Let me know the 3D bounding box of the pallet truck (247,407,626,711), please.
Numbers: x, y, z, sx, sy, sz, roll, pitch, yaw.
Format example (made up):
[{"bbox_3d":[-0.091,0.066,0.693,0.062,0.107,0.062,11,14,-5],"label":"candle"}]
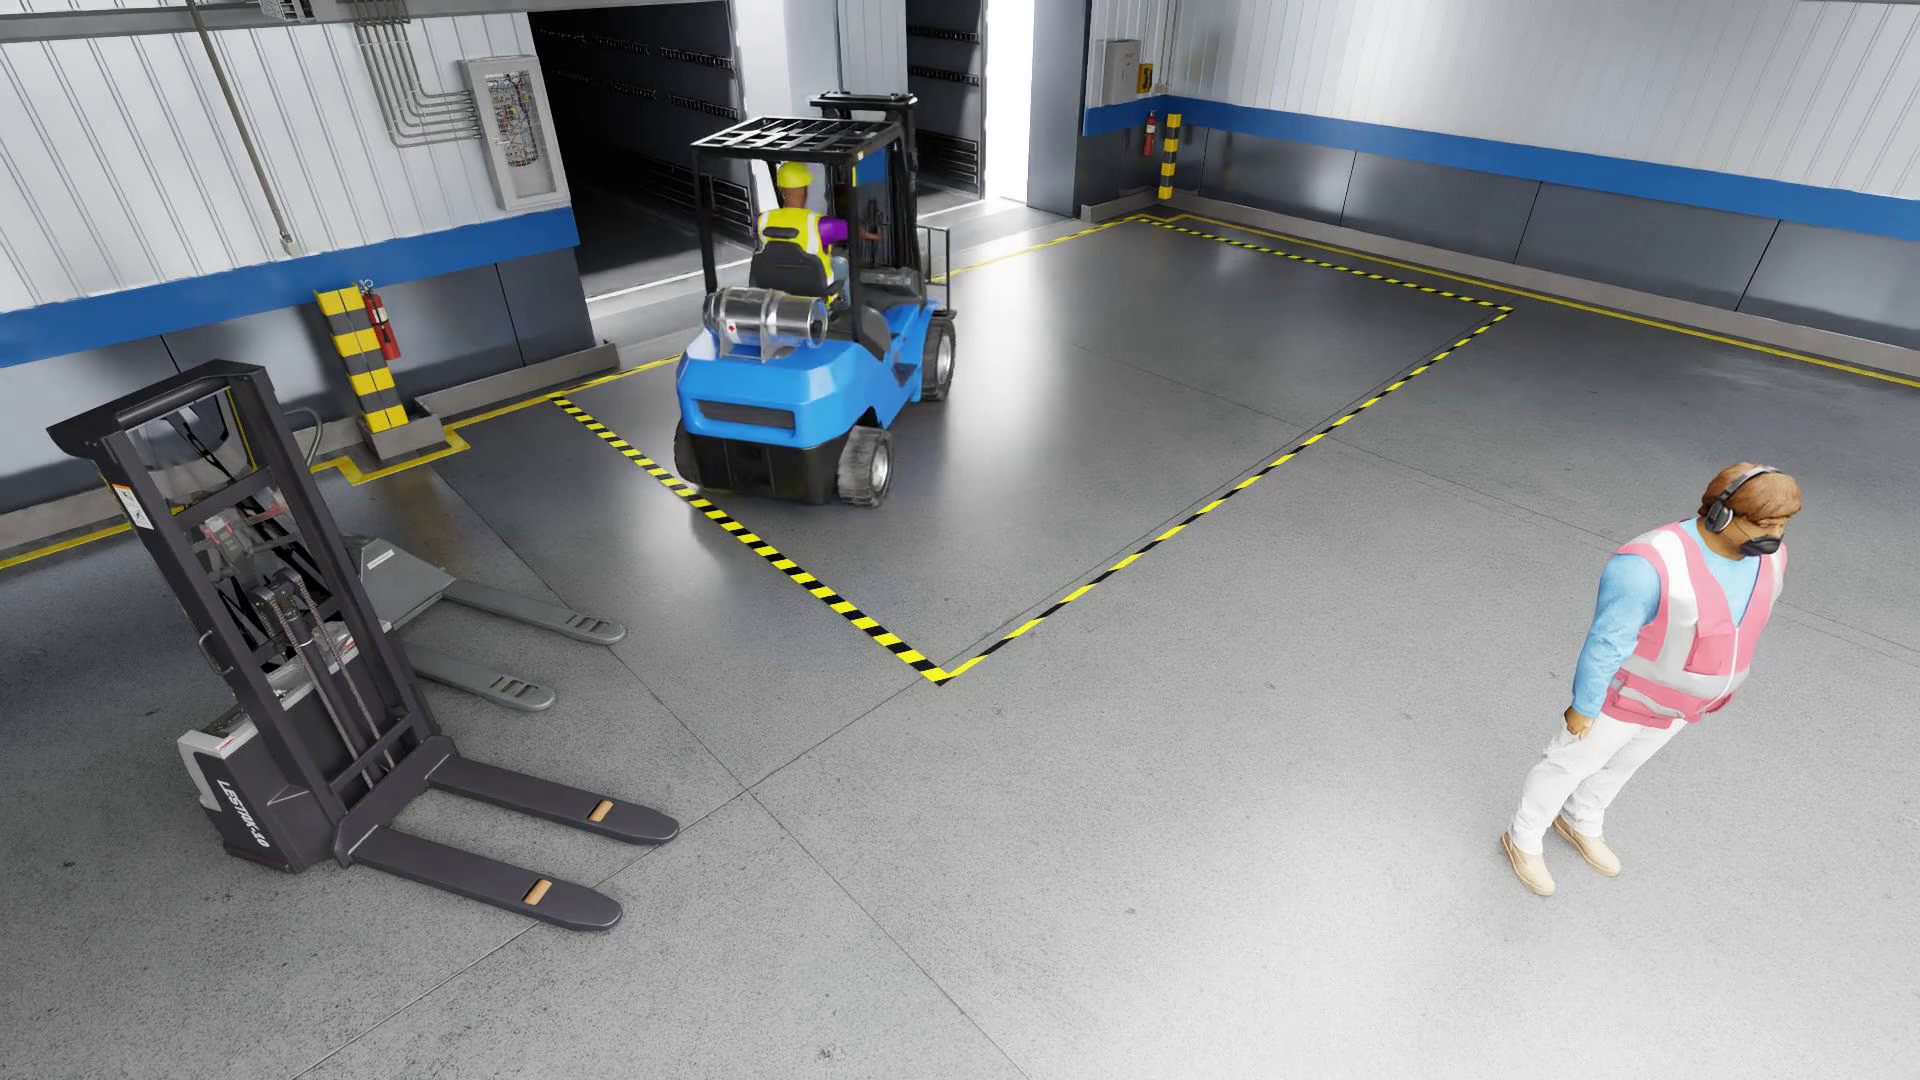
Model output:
[{"bbox_3d":[-2.628,0.038,4.590,1.601,1.201,0.680,12,36,18],"label":"pallet truck"}]

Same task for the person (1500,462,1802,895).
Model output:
[{"bbox_3d":[2.470,0.550,3.303,0.626,1.844,0.429,-8,35,-12],"label":"person"}]

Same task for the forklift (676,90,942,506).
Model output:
[{"bbox_3d":[-0.943,-1.766,6.255,1.157,2.036,2.680,8,35,12],"label":"forklift"}]

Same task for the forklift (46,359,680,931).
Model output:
[{"bbox_3d":[-2.135,0.422,3.354,1.885,1.965,0.823,10,35,14],"label":"forklift"}]

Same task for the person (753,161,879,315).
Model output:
[{"bbox_3d":[-0.921,-1.952,6.195,0.635,1.293,1.004,8,35,12],"label":"person"}]
